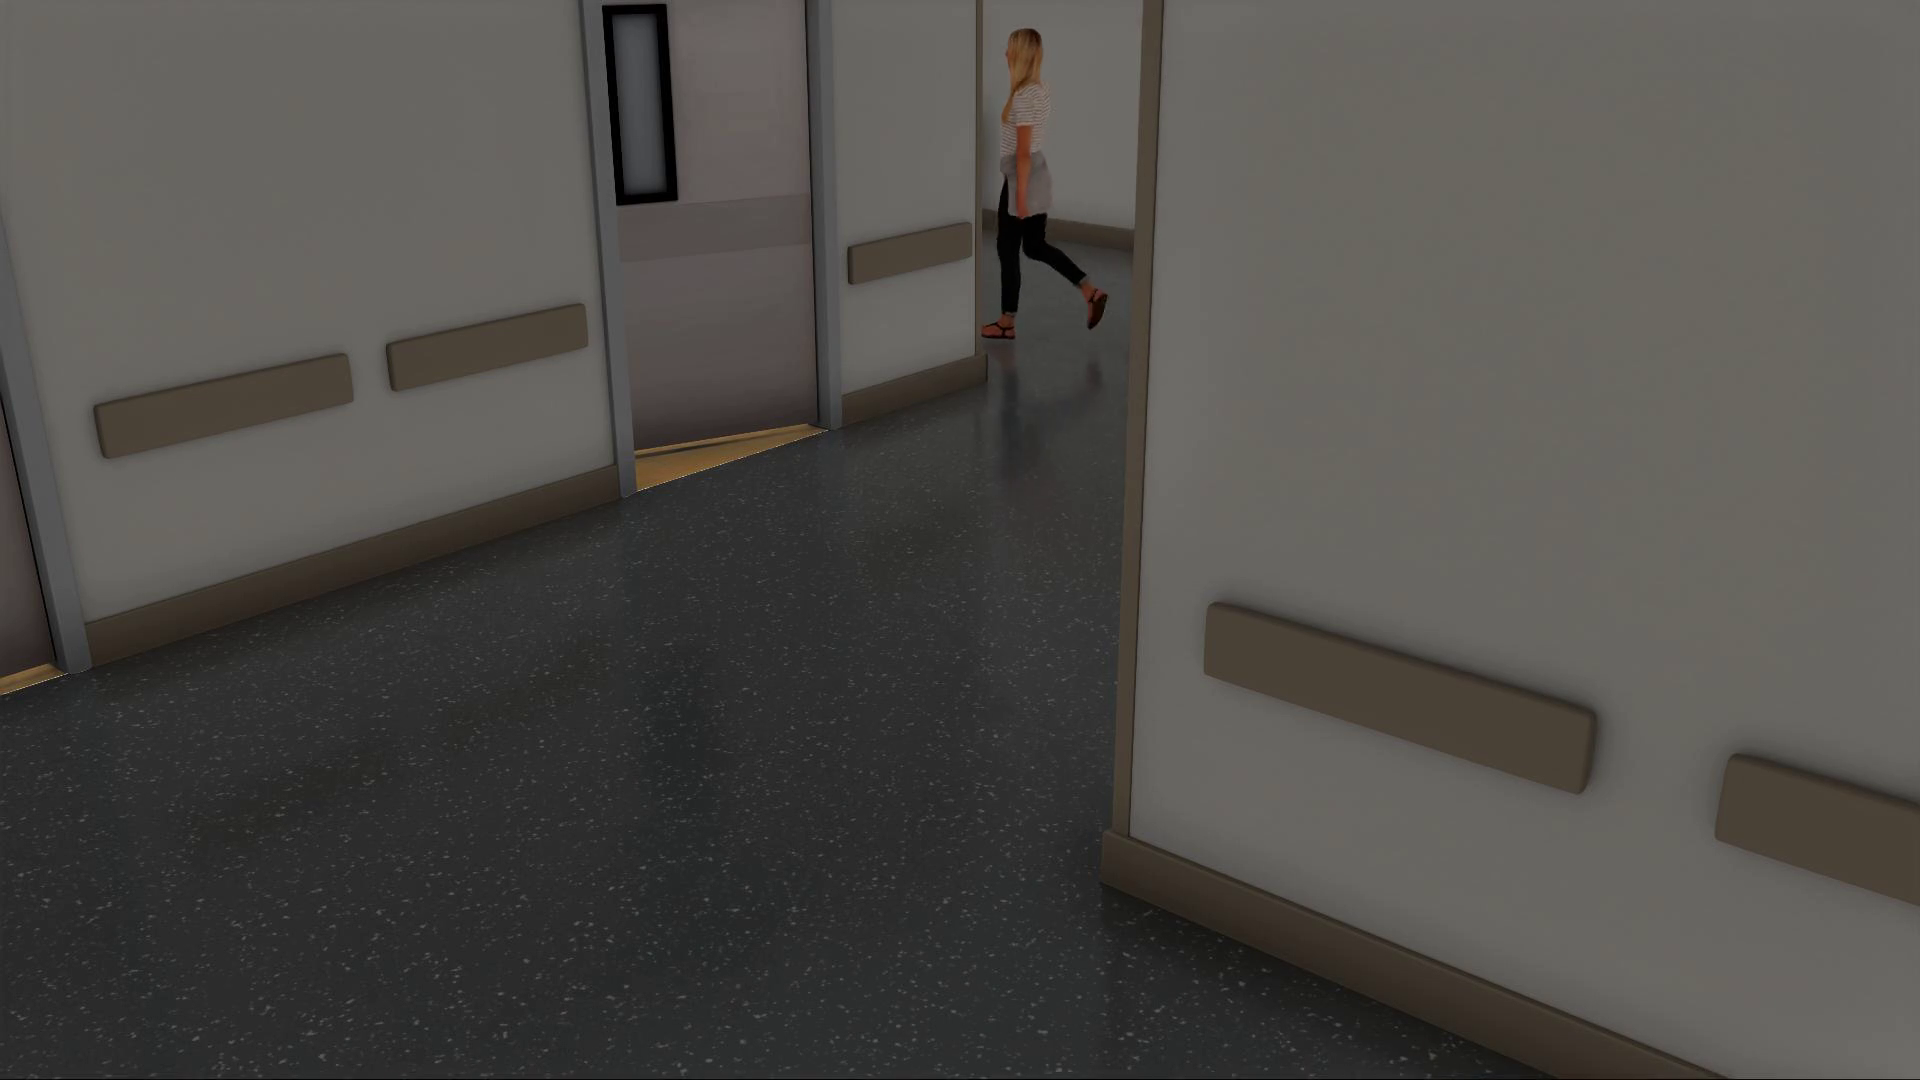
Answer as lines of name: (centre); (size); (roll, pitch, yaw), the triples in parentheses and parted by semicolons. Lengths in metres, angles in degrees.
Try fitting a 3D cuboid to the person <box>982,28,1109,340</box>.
person: (0.485, -2.042, 9.747); (0.891, 1.808, 1.052); (7, 22, 18)
